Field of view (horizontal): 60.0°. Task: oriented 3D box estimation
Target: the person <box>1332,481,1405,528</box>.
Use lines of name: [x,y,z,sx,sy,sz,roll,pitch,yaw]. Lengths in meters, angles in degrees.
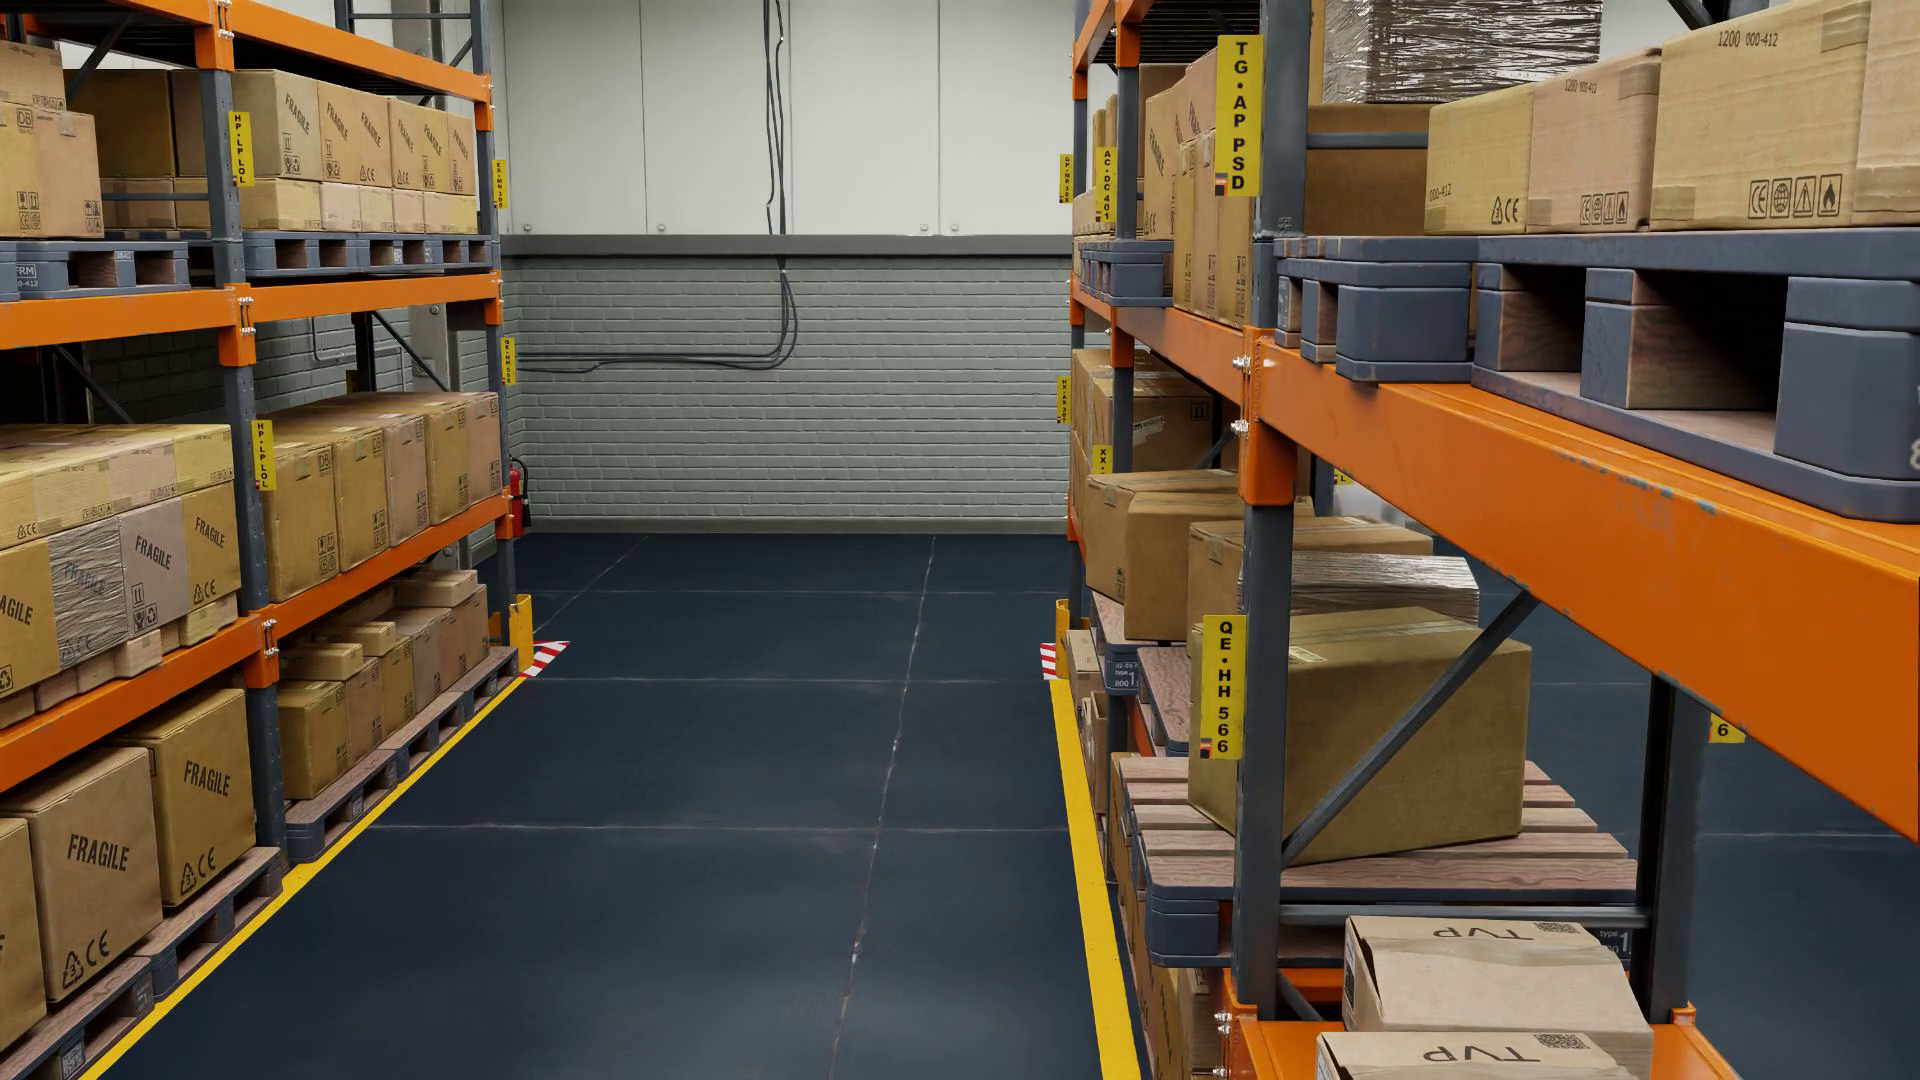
person: [2.476,0.230,10.434,0.617,1.939,0.904,0,10,0]
